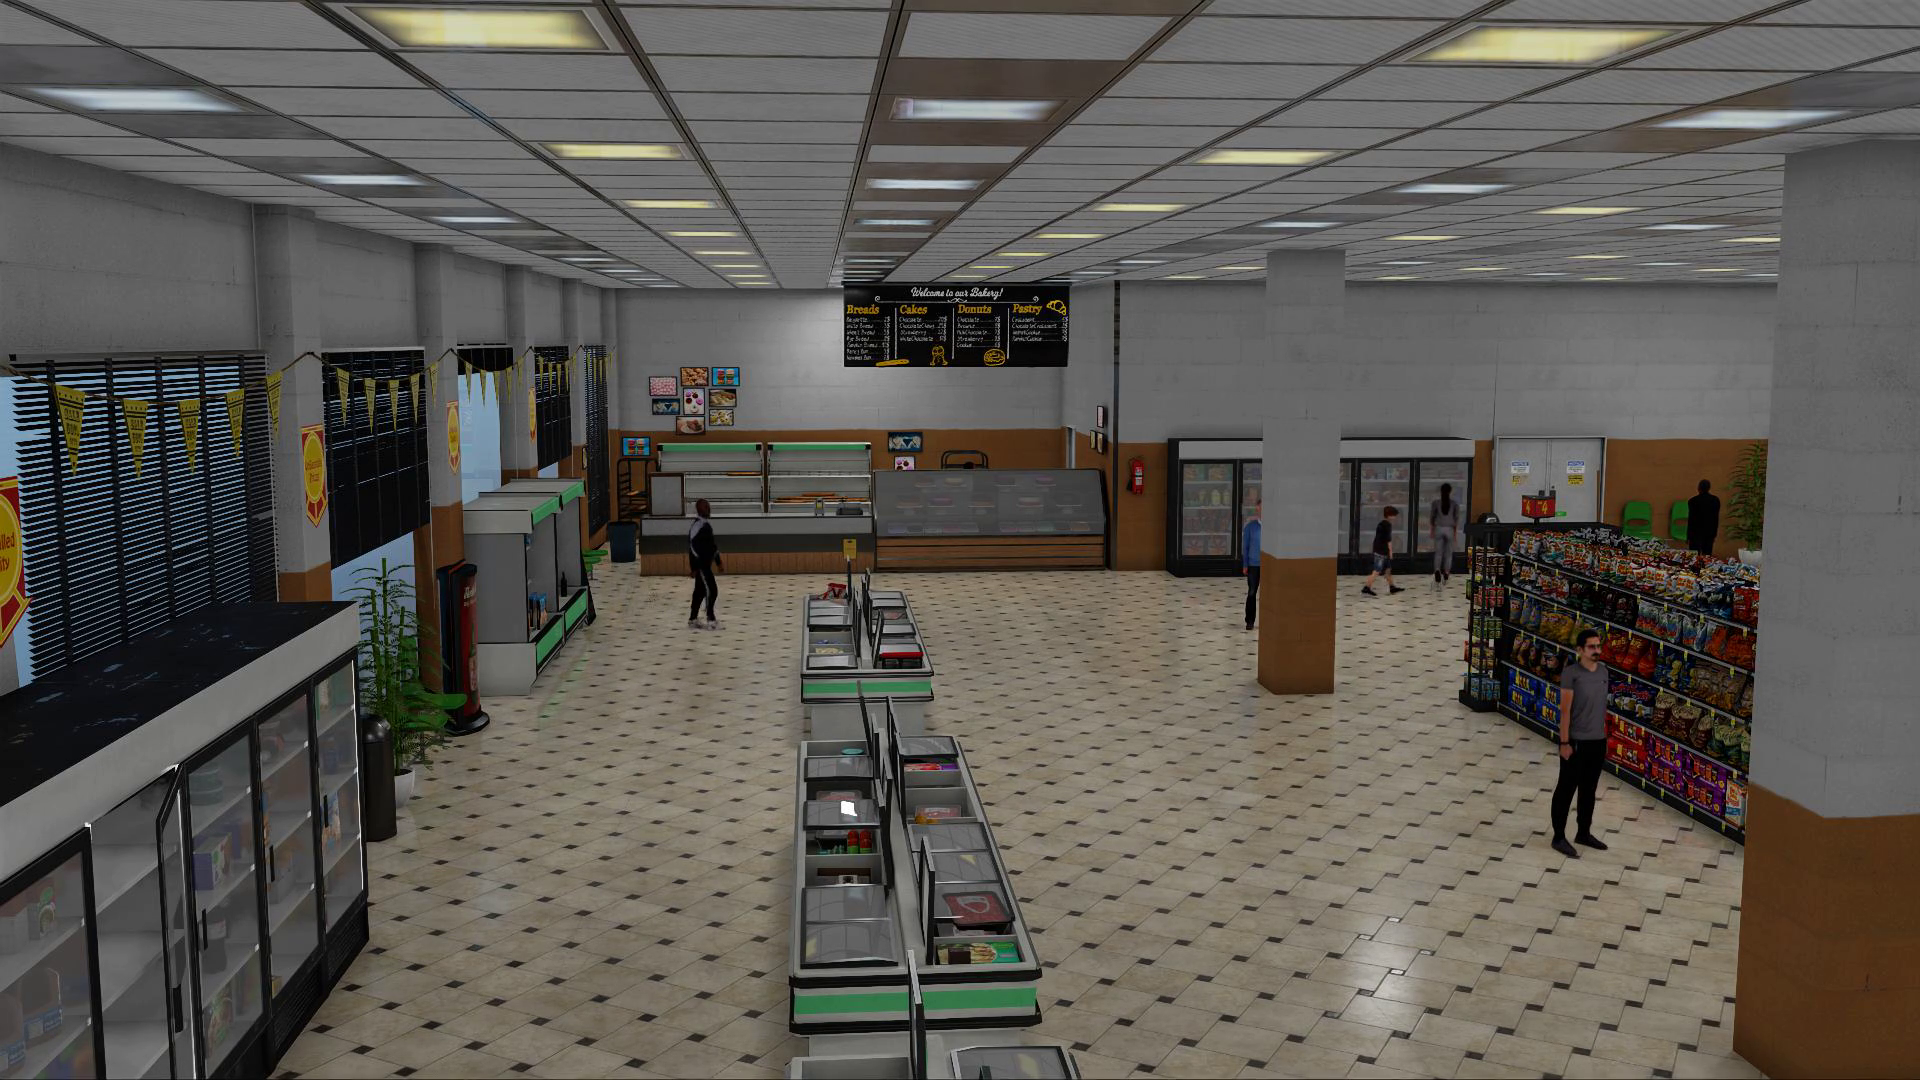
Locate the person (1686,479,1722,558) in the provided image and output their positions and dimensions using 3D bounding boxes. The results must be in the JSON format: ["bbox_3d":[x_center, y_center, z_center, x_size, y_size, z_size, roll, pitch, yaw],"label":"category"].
[{"bbox_3d":[11.713,-0.058,26.243,0.713,1.818,0.625,-1,7,-11],"label":"person"}]

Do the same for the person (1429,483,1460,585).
[{"bbox_3d":[7.868,-0.070,27.080,0.939,1.642,1.167,3,7,21],"label":"person"}]

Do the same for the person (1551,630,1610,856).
[{"bbox_3d":[4.899,1.565,13.084,0.689,1.754,0.650,-3,8,-25],"label":"person"}]

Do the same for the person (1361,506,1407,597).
[{"bbox_3d":[6.505,0.190,25.882,0.676,1.414,0.882,0,7,-3],"label":"person"}]

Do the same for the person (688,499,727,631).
[{"bbox_3d":[-3.656,0.336,23.011,0.862,1.812,0.856,1,7,8],"label":"person"}]
